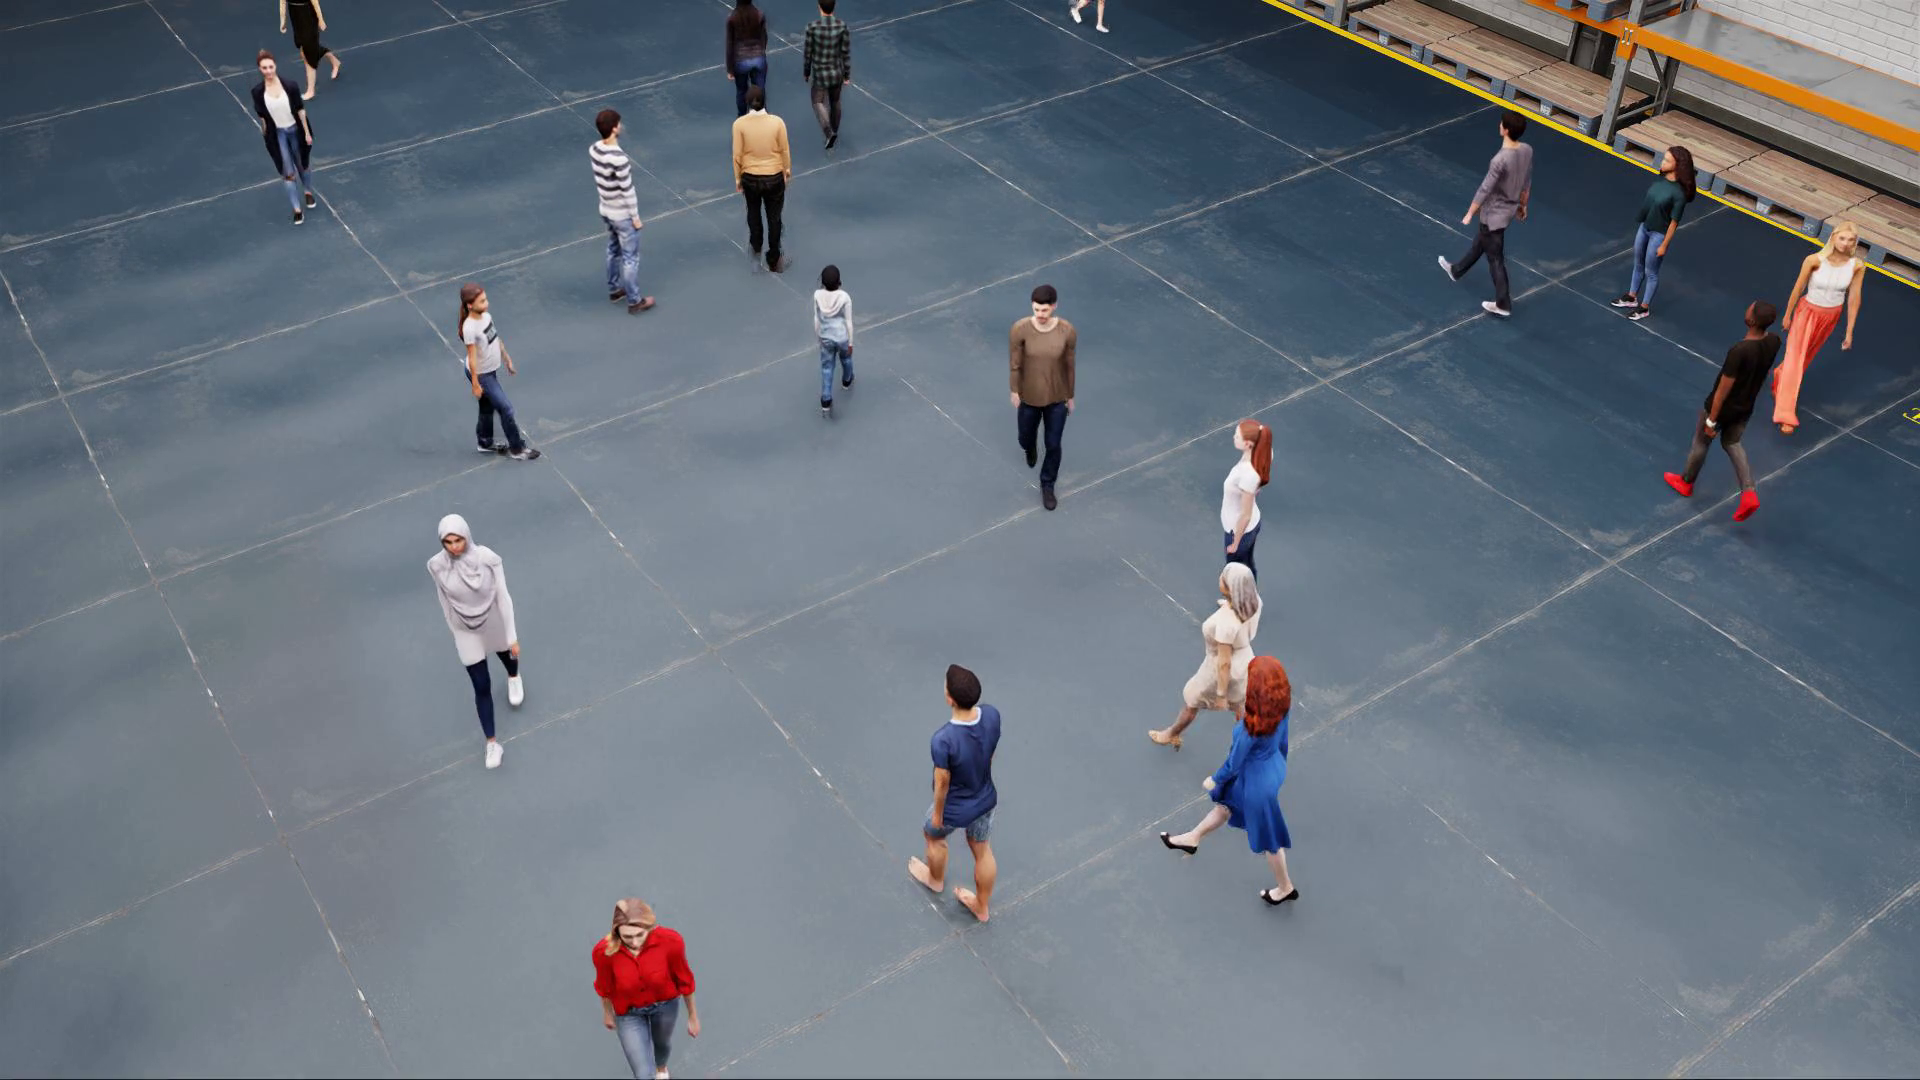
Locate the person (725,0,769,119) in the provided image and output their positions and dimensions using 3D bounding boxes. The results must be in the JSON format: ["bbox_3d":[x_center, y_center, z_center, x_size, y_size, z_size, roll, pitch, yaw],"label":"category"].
[{"bbox_3d":[-2.170,-4.896,17.361,0.877,1.705,1.181,-10,40,-13],"label":"person"}]

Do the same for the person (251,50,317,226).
[{"bbox_3d":[-6.580,-4.001,16.280,0.756,1.655,0.983,-13,40,-16],"label":"person"}]

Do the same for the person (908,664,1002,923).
[{"bbox_3d":[0.078,1.486,9.270,0.621,1.831,0.821,-24,45,-27],"label":"person"}]

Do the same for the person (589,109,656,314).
[{"bbox_3d":[-3.049,-2.919,14.775,0.733,1.844,0.503,-30,48,-32],"label":"person"}]

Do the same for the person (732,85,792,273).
[{"bbox_3d":[-1.824,-3.297,15.333,0.910,1.736,1.001,0,39,0],"label":"person"}]

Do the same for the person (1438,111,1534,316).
[{"bbox_3d":[4.834,-2.842,14.710,0.777,1.804,1.180,-27,46,-30],"label":"person"}]

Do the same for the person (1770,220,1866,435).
[{"bbox_3d":[6.891,-1.795,13.442,1.217,1.750,1.246,7,39,9],"label":"person"}]

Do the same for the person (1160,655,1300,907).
[{"bbox_3d":[1.745,1.453,9.356,1.205,1.773,0.886,22,44,26],"label":"person"}]

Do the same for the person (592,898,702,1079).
[{"bbox_3d":[-1.579,2.291,8.378,0.788,1.686,0.923,-10,40,-13],"label":"person"}]

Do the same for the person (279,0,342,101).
[{"bbox_3d":[-7.270,-5.821,18.615,1.102,1.586,1.022,13,40,16],"label":"person"}]

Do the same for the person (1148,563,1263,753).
[{"bbox_3d":[1.718,0.887,10.139,1.244,1.681,0.849,26,45,29],"label":"person"}]

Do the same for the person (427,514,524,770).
[{"bbox_3d":[-3.008,0.508,10.574,0.995,1.730,1.248,-5,39,-6],"label":"person"}]

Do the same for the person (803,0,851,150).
[{"bbox_3d":[-1.408,-4.934,17.609,0.824,1.698,0.965,-11,40,-14],"label":"person"}]

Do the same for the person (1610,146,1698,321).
[{"bbox_3d":[6.164,-2.726,14.715,0.744,1.617,0.644,-9,39,-11],"label":"person"}]

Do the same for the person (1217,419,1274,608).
[{"bbox_3d":[1.941,-0.084,11.309,0.672,1.738,0.653,16,41,19],"label":"person"}]

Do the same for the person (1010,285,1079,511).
[{"bbox_3d":[0.621,-1.142,12.528,0.935,1.870,1.039,-1,39,-1],"label":"person"}]

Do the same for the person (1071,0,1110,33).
[{"bbox_3d":[1.599,-6.815,20.124,0.528,1.256,0.836,-25,45,-28],"label":"person"}]

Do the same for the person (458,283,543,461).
[{"bbox_3d":[-3.784,-1.321,13.012,0.887,1.547,0.839,5,39,6],"label":"person"}]

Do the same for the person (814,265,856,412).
[{"bbox_3d":[-1.051,-1.642,13.659,0.839,1.241,0.912,5,39,6],"label":"person"}]

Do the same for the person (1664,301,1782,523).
[{"bbox_3d":[5.792,-0.941,12.345,0.840,1.784,1.146,-14,41,-16],"label":"person"}]
